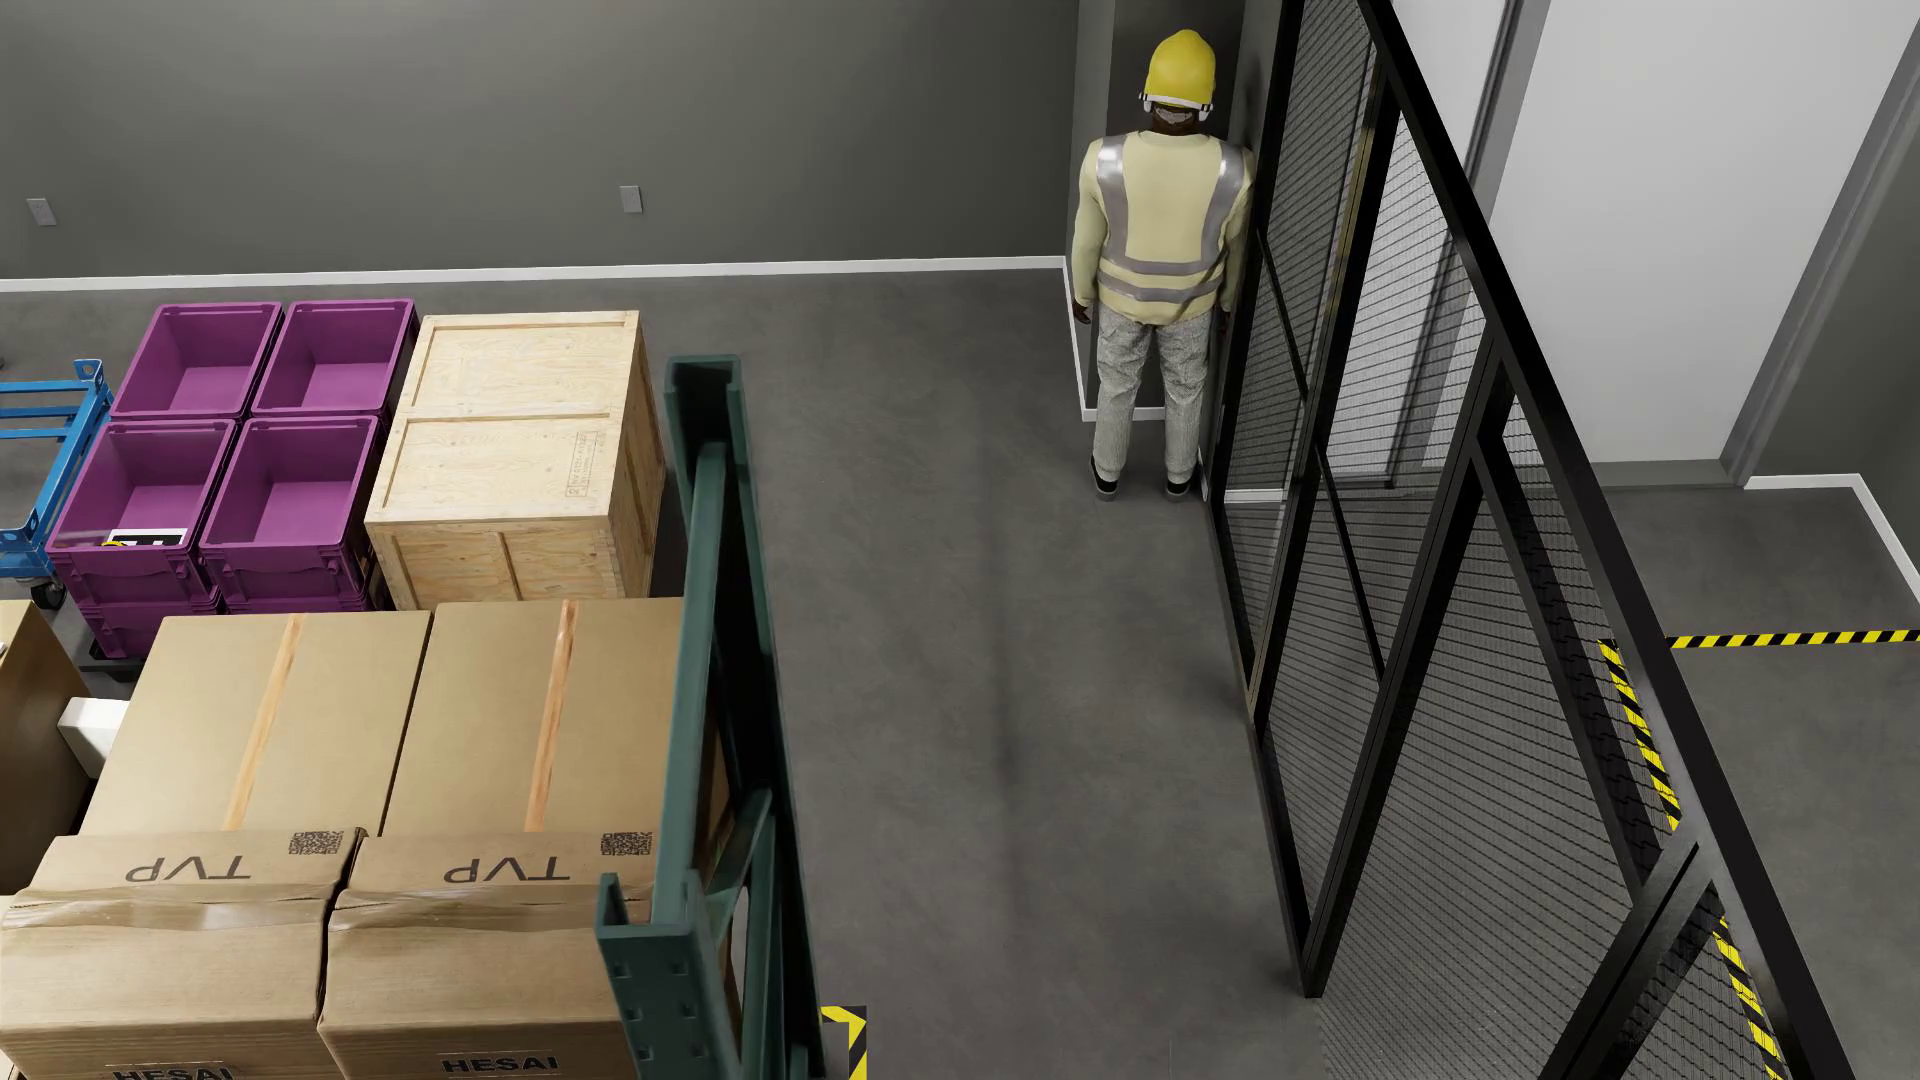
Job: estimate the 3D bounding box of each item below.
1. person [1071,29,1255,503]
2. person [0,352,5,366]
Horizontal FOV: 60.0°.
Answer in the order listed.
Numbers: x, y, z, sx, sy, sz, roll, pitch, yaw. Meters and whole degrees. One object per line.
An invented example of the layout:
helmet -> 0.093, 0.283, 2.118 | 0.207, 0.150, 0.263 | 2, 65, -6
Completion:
person -> 0.675, -0.870, 5.659 | 0.601, 1.830, 0.403 | 4, 46, 4
person -> -4.030, -1.276, 5.975 | 0.369, 1.938, 0.630 | -2, 46, -2
